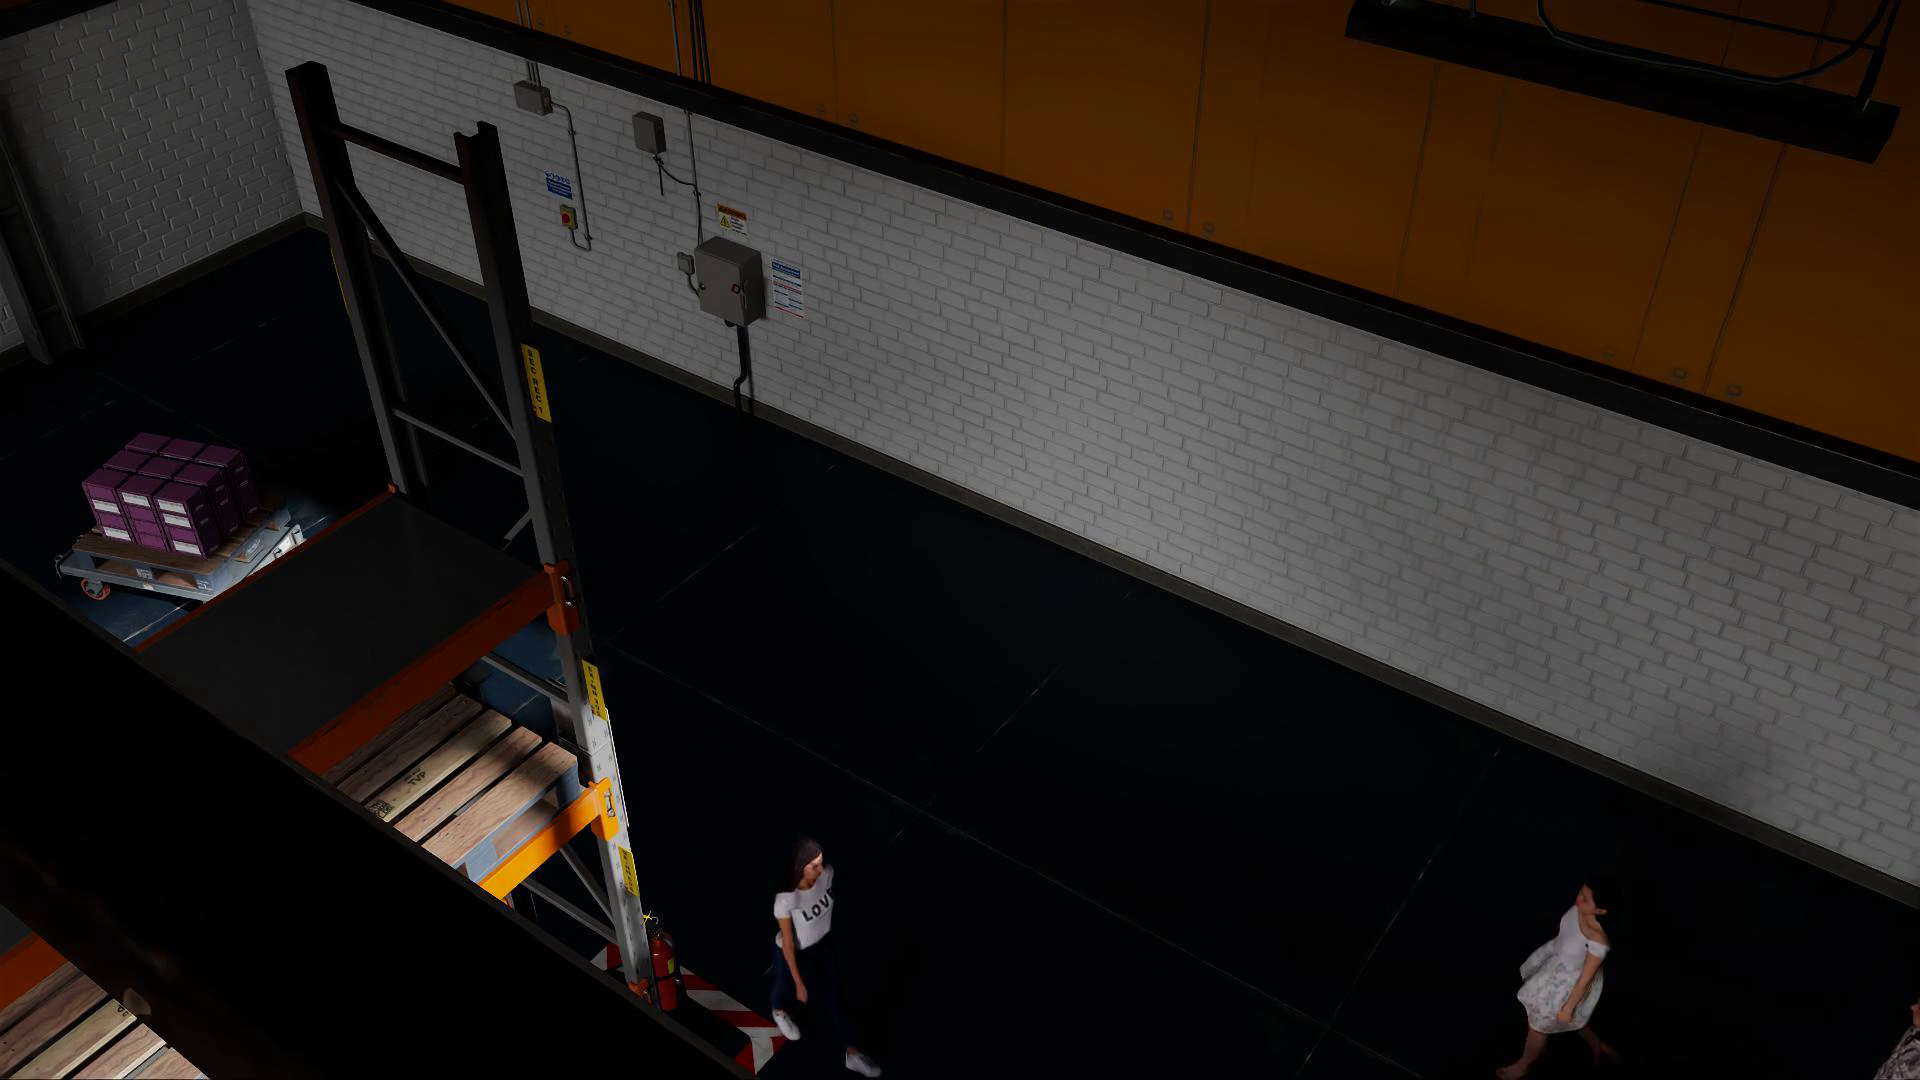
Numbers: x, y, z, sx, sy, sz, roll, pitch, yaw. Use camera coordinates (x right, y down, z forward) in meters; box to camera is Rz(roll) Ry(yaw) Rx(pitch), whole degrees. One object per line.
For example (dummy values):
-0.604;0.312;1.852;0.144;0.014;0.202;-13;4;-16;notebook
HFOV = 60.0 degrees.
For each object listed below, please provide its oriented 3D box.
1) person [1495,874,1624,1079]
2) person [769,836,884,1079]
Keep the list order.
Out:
3.394;2.439;9.098;0.907;1.749;0.940;7;39;9;person
-0.950;2.255;9.340;1.048;1.733;0.810;-30;48;-32;person
